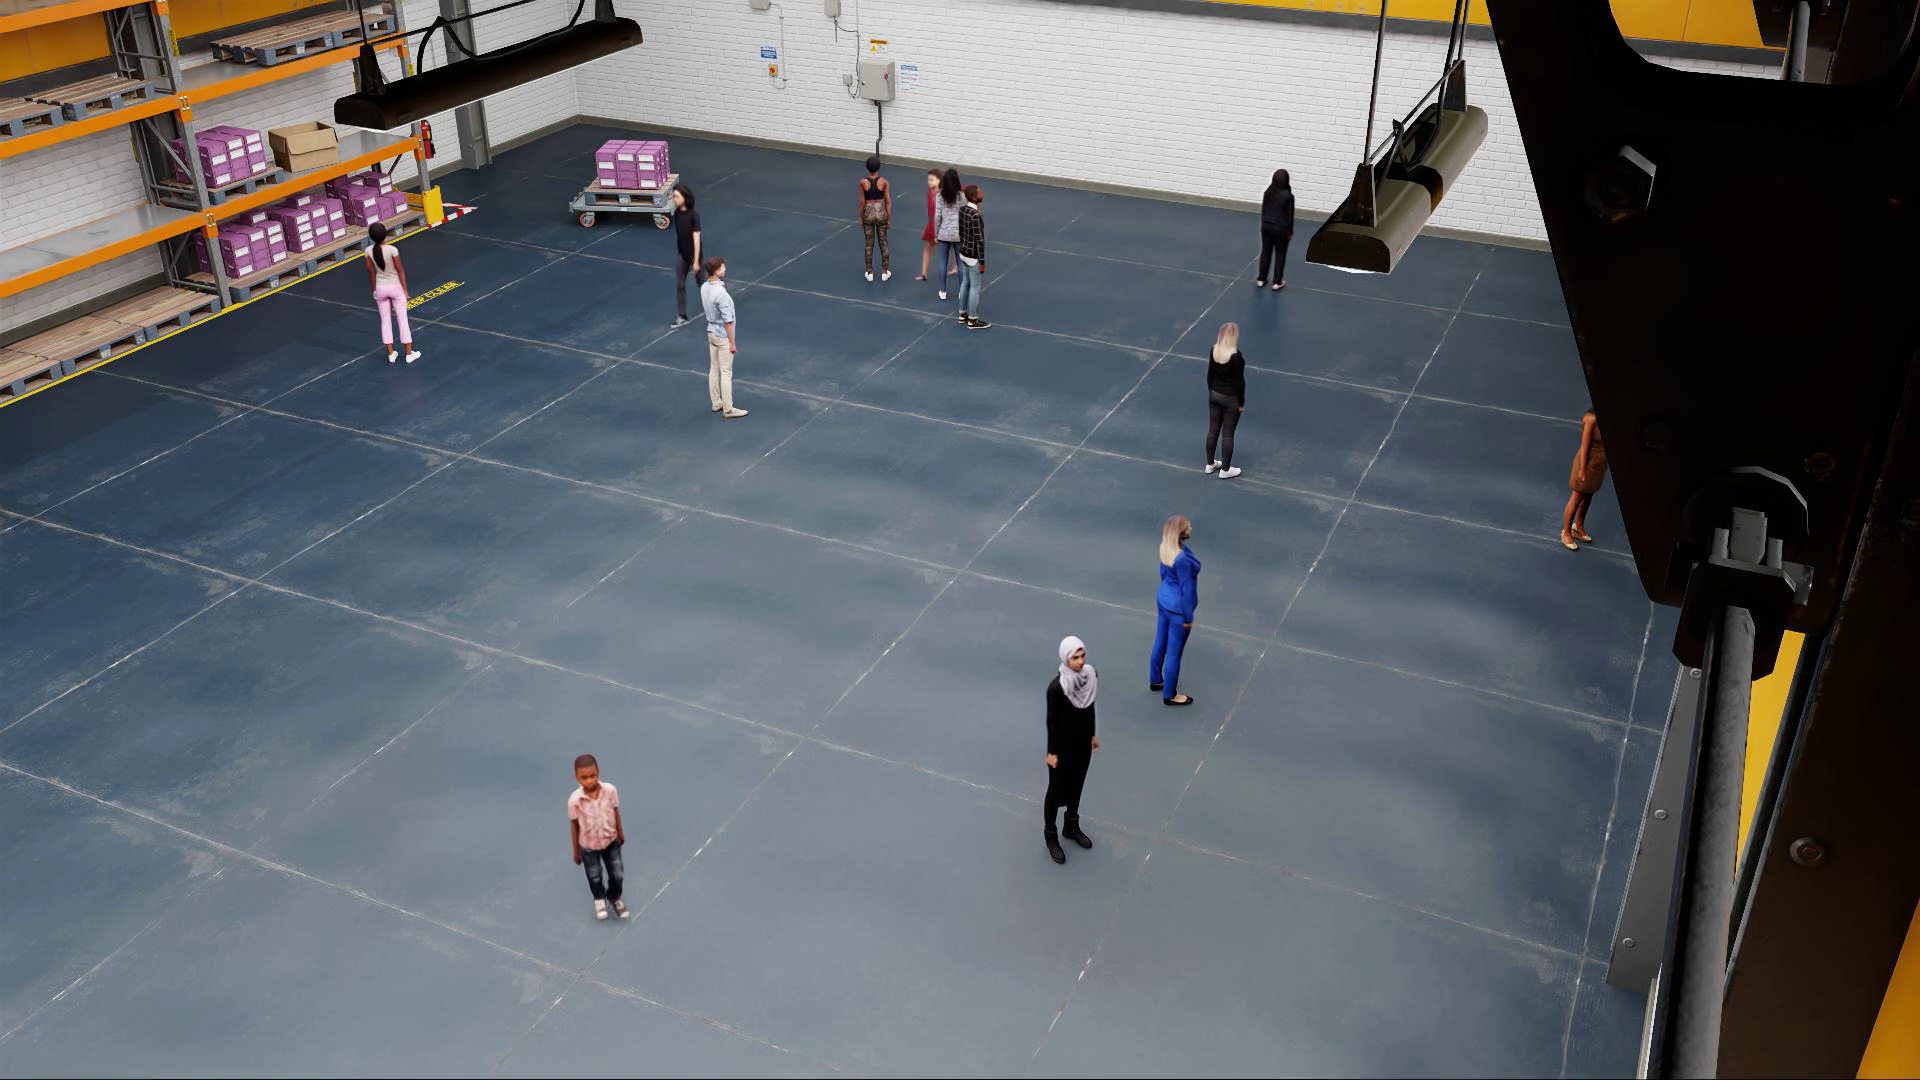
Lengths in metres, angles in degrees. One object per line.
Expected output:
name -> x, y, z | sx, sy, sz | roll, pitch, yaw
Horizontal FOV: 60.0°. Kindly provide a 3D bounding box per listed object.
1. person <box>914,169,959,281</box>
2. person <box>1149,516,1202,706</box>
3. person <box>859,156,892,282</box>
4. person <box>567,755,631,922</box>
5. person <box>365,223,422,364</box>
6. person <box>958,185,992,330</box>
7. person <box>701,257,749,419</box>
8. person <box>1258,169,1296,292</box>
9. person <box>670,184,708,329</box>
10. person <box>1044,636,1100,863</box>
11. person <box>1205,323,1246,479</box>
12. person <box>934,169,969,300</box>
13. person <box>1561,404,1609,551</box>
person -> -0.224, -4.284, 22.607 | 0.675, 1.508, 1.107 | 19, 34, 31
person -> 1.734, 0.556, 13.532 | 0.762, 1.701, 0.698 | -9, 30, -16
person -> -1.158, -4.363, 22.552 | 0.657, 1.699, 0.662 | -2, 29, -3
person -> -2.478, 1.987, 11.328 | 0.617, 1.299, 0.681 | -12, 31, -20
person -> -6.850, -2.976, 19.966 | 0.646, 1.740, 0.634 | 1, 29, 2
person -> 0.140, -3.587, 21.002 | 0.772, 1.821, 0.745 | -14, 32, -24
person -> -2.679, -2.276, 18.570 | 0.726, 1.848, 0.731 | -19, 34, -31
person -> 4.236, -4.159, 22.266 | 0.693, 1.614, 0.700 | 21, 35, 34
person -> -3.349, -3.635, 21.112 | 0.780, 1.800, 1.152 | 19, 34, 31
person -> 0.774, 1.458, 11.797 | 0.622, 1.779, 0.746 | -20, 35, -33
person -> 2.737, -1.451, 17.226 | 0.663, 1.687, 0.678 | -23, 36, -36
person -> -0.114, -4.032, 21.911 | 0.690, 1.732, 0.657 | 1, 29, 2
person -> 6.022, -0.720, 15.882 | 0.581, 1.690, 0.701 | -21, 35, -34
